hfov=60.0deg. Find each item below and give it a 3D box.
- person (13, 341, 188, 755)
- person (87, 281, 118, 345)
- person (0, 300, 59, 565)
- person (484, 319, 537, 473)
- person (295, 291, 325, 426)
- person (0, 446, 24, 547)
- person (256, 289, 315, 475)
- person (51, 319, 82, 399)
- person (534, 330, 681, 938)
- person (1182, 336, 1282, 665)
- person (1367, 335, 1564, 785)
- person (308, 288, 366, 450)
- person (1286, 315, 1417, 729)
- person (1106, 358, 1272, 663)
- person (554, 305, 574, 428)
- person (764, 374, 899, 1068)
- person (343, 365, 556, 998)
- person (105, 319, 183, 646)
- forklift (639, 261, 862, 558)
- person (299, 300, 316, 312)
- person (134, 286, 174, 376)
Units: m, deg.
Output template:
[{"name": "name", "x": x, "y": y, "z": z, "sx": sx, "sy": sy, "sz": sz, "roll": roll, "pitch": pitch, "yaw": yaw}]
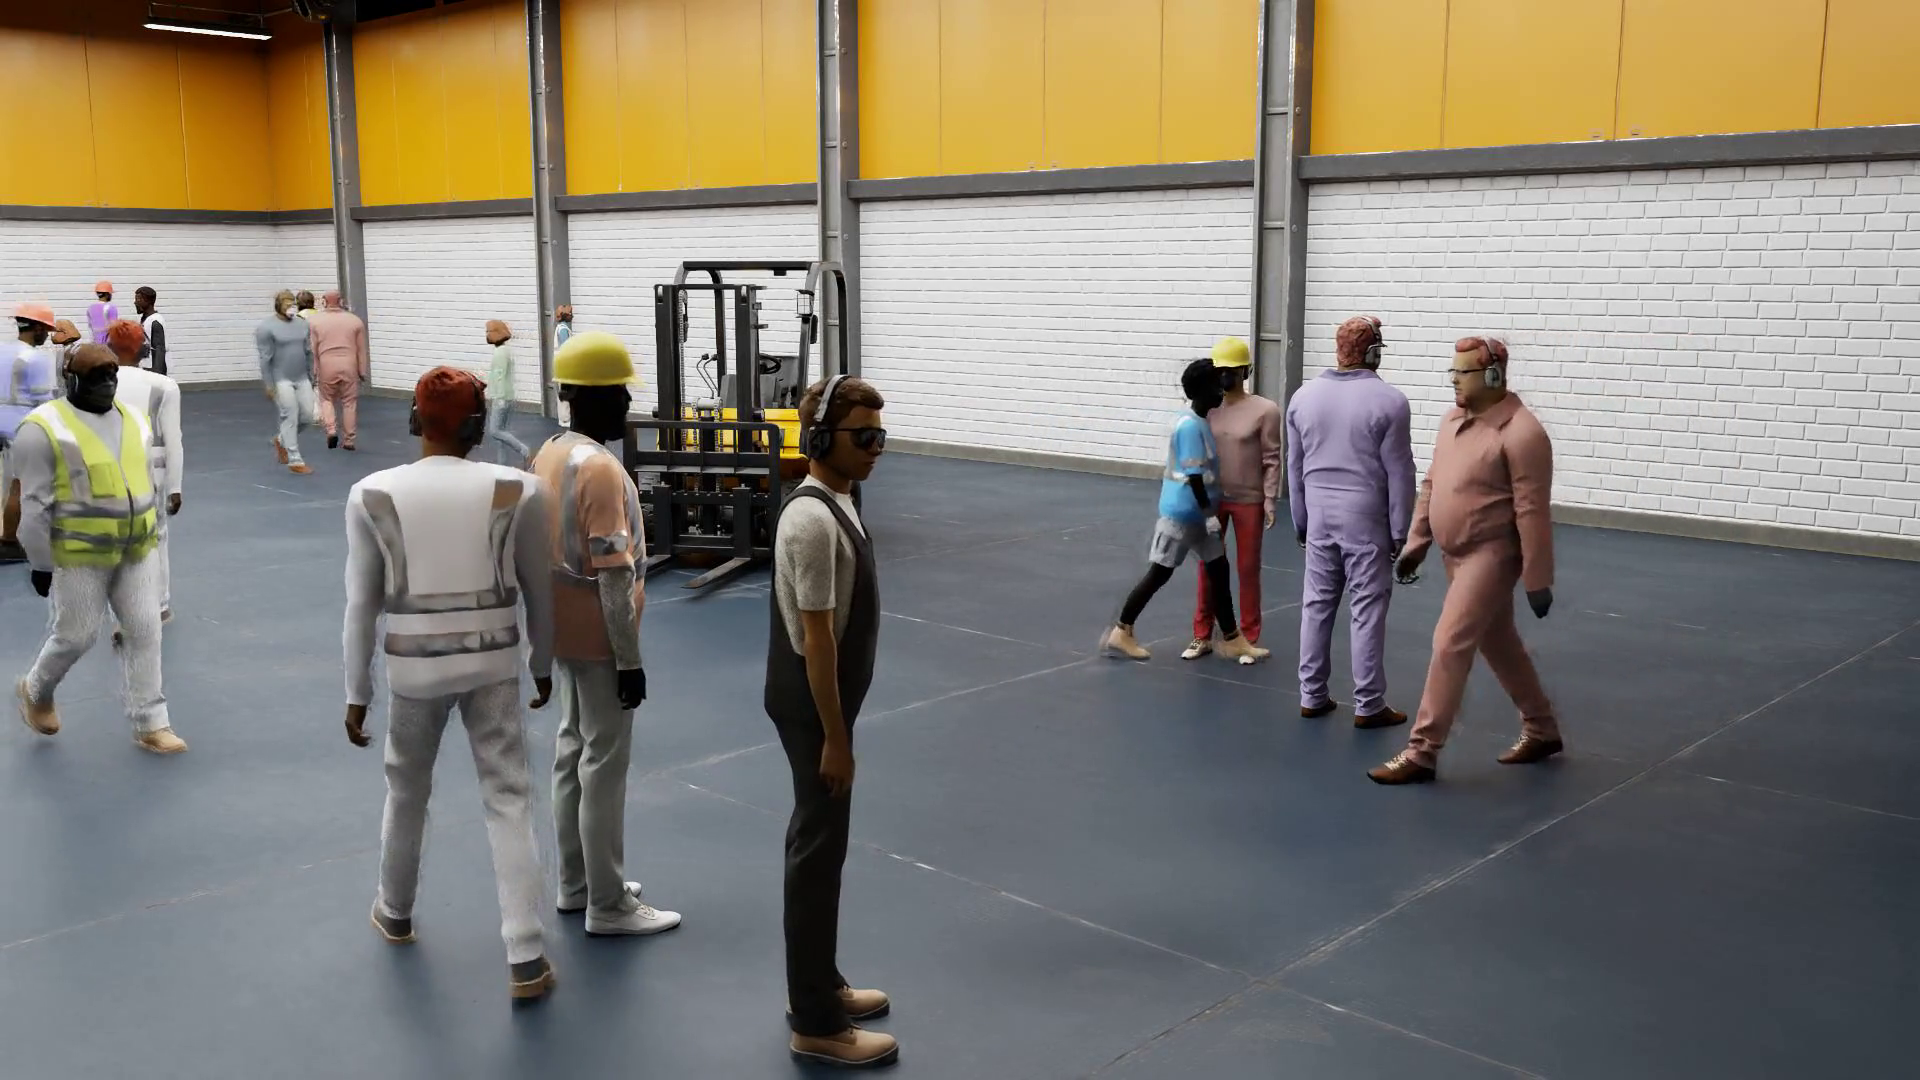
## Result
[{"name": "person", "x": -3.814, "y": 0.036, "z": 7.295, "sx": 0.799, "sy": 1.820, "sz": 0.634, "roll": 5, "pitch": 11, "yaw": 28}, {"name": "person", "x": -13.152, "y": -3.025, "z": 25.675, "sx": 0.551, "sy": 1.934, "sz": 0.373, "roll": 3, "pitch": 10, "yaw": 19}, {"name": "person", "x": -6.693, "y": -0.772, "z": 12.000, "sx": 0.573, "sy": 1.887, "sz": 0.672, "roll": 7, "pitch": 11, "yaw": 36}, {"name": "person", "x": -4.571, "y": -1.413, "z": 16.768, "sx": 0.457, "sy": 1.622, "sz": 0.511, "roll": -2, "pitch": 9, "yaw": -12}, {"name": "person", "x": -8.743, "y": -2.429, "z": 22.358, "sx": 0.445, "sy": 1.826, "sz": 0.652, "roll": 2, "pitch": 9, "yaw": 11}, {"name": "person", "x": -7.363, "y": -0.724, "z": 12.494, "sx": 0.509, "sy": 1.632, "sz": 0.269, "roll": 2, "pitch": 9, "yaw": 9}, {"name": "person", "x": -6.970, "y": -1.623, "z": 17.144, "sx": 0.616, "sy": 1.916, "sz": 0.658, "roll": 5, "pitch": 11, "yaw": 30}, {"name": "person", "x": -8.790, "y": -1.369, "z": 16.477, "sx": 0.276, "sy": 1.627, "sz": 0.502, "roll": -1, "pitch": 9, "yaw": -5}, {"name": "person", "x": -1.153, "y": 0.300, "z": 5.316, "sx": 0.360, "sy": 1.929, "sz": 0.587, "roll": -6, "pitch": 11, "yaw": -31}, {"name": "person", "x": 1.444, "y": -0.207, "z": 8.922, "sx": 0.533, "sy": 1.767, "sz": 0.326, "roll": 4, "pitch": 10, "yaw": 24}, {"name": "person", "x": 2.180, "y": 0.078, "z": 6.931, "sx": 0.968, "sy": 1.859, "sz": 0.626, "roll": -2, "pitch": 9, "yaw": -9}, {"name": "person", "x": -7.273, "y": -1.984, "z": 19.422, "sx": 0.656, "sy": 1.894, "sz": 0.410, "roll": -5, "pitch": 10, "yaw": -28}, {"name": "person", "x": 1.831, "y": -0.082, "z": 7.730, "sx": 0.641, "sy": 1.908, "sz": 0.407, "roll": 9, "pitch": 13, "yaw": 43}, {"name": "person", "x": 1.204, "y": -0.150, "z": 8.914, "sx": 0.874, "sy": 1.655, "sz": 0.534, "roll": 4, "pitch": 10, "yaw": 23}, {"name": "person", "x": -5.281, "y": -2.323, "z": 22.282, "sx": 0.306, "sy": 1.639, "sz": 0.523, "roll": -3, "pitch": 10, "yaw": -18}, {"name": "person", "x": -0.348, "y": 0.478, "z": 4.494, "sx": 0.351, "sy": 1.842, "sz": 0.507, "roll": 0, "pitch": 9, "yaw": -3}, {"name": "person", "x": -1.516, "y": 0.405, "z": 4.997, "sx": 0.619, "sy": 1.842, "sz": 0.872, "roll": -3, "pitch": 10, "yaw": -16}, {"name": "person", "x": -4.754, "y": -0.343, "z": 9.527, "sx": 0.581, "sy": 1.845, "sz": 0.953, "roll": -3, "pitch": 10, "yaw": -20}, {"name": "forklift", "x": -1.552, "y": -1.040, "z": 12.721, "sx": 1.214, "sy": 2.155, "sz": 2.313, "roll": 2, "pitch": 9, "yaw": 11}, {"name": "person", "x": -9.613, "y": -2.741, "z": 24.643, "sx": 0.570, "sy": 1.699, "sz": 0.440, "roll": 4, "pitch": 10, "yaw": 25}, {"name": "person", "x": -9.296, "y": -1.957, "z": 19.184, "sx": 0.392, "sy": 1.920, "sz": 0.593, "roll": -8, "pitch": 12, "yaw": -39}]
